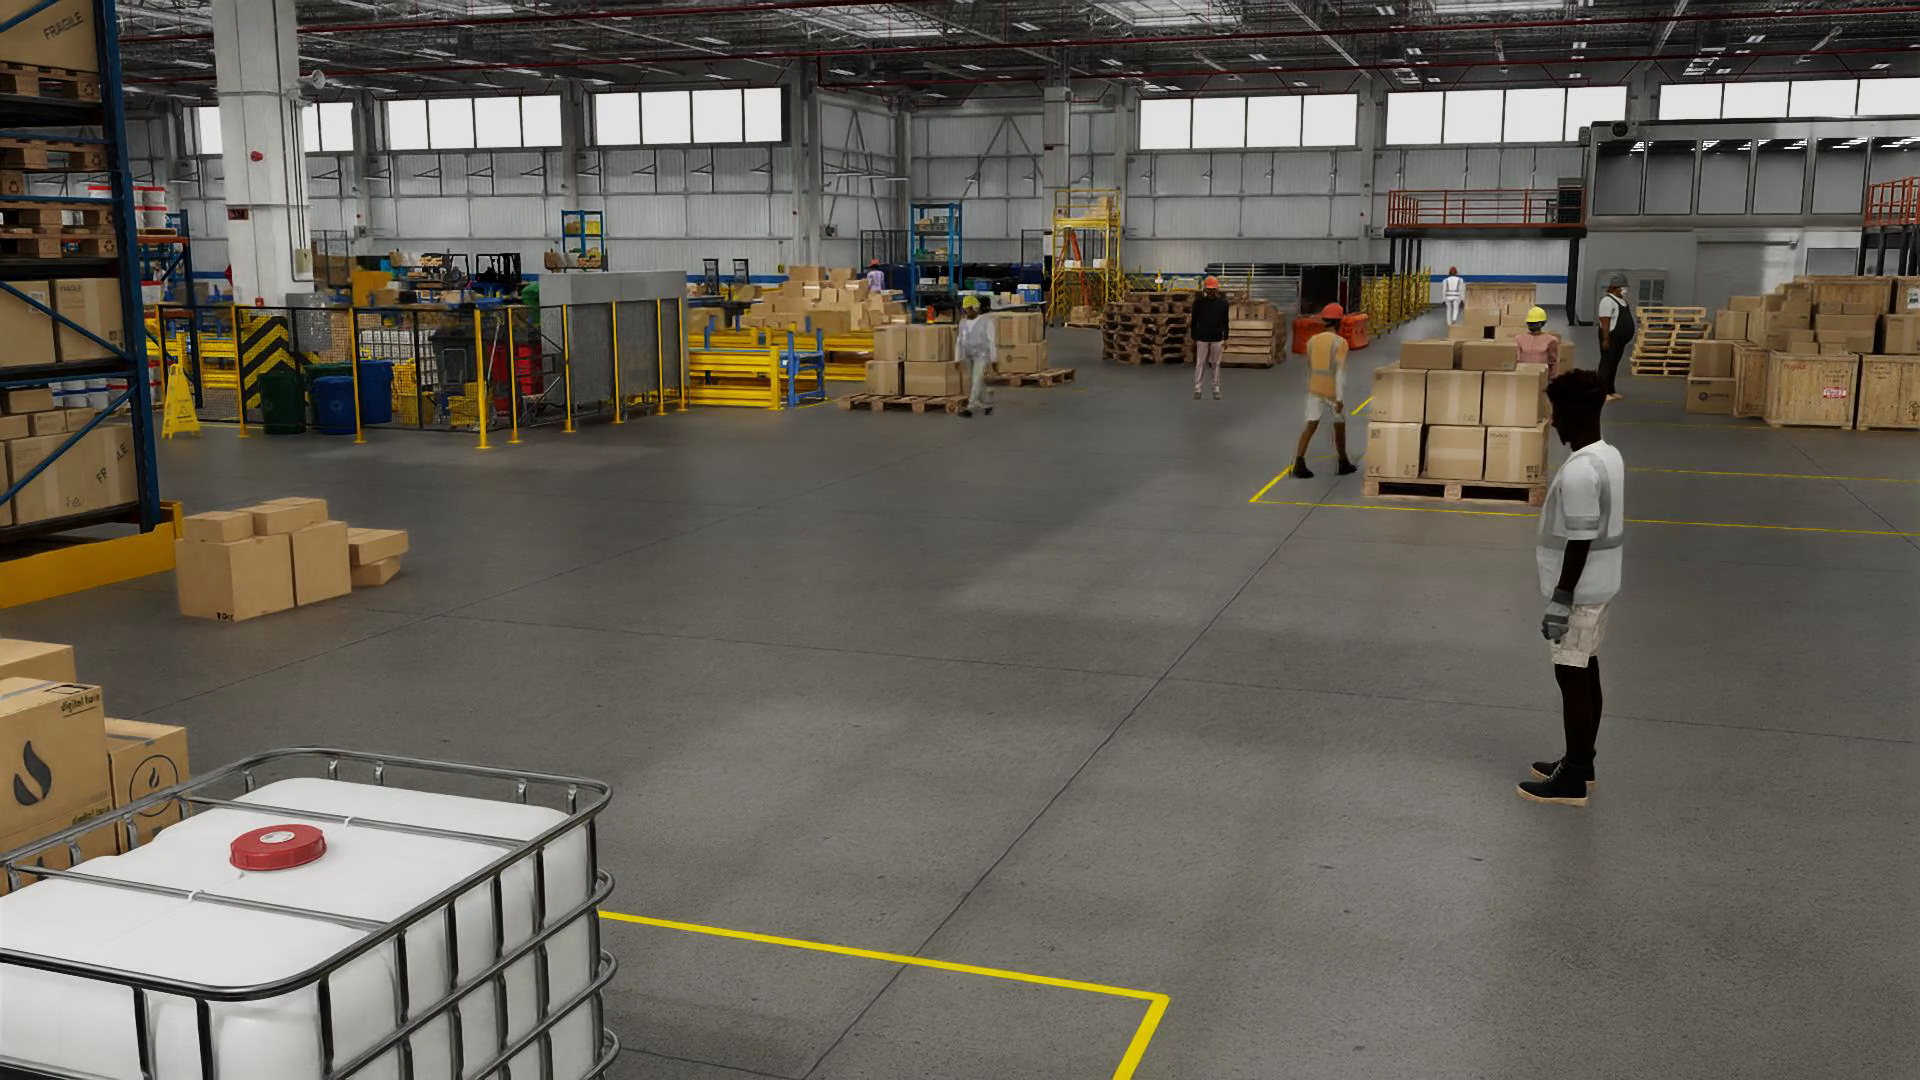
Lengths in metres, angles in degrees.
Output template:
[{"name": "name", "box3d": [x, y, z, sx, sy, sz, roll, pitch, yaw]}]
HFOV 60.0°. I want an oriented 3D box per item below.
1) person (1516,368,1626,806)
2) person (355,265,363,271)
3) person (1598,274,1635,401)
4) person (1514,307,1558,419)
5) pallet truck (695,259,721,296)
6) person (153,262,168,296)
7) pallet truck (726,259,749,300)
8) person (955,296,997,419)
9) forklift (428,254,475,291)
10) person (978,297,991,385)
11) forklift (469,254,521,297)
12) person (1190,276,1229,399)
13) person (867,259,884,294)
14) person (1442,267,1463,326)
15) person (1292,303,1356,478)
[{"name": "person", "box3d": [2.765, 0.211, 7.476, 0.368, 1.960, 0.602, 6, 12, 31]}, {"name": "person", "box3d": [-21.292, -8.904, 59.299, 0.914, 1.792, 0.580, -6, 12, -32]}, {"name": "person", "box3d": [10.566, -3.255, 26.766, 0.535, 2.000, 0.684, 9, 13, 41]}, {"name": "person", "box3d": [6.873, -1.903, 19.934, 0.526, 1.765, 0.329, 6, 12, 29]}, {"name": "pallet truck", "box3d": [-9.165, -9.627, 62.776, 0.823, 1.965, 1.885, 4, 11, 23]}, {"name": "person", "box3d": [-27.655, -8.639, 57.471, 0.651, 1.905, 0.409, 6, 12, 29]}, {"name": "pallet truck", "box3d": [-7.986, -9.493, 62.019, 0.823, 1.965, 1.885, 3, 11, 17]}, {"name": "person", "box3d": [0.227, -2.651, 24.139, 0.605, 1.772, 0.955, 7, 12, 34]}, {"name": "forklift", "box3d": [-20.133, -10.254, 65.465, 1.157, 1.987, 2.680, 3, 11, 19]}, {"name": "person", "box3d": [0.302, -3.067, 26.686, 0.454, 1.683, 0.541, 4, 11, 21]}, {"name": "forklift", "box3d": [-17.990, -10.121, 64.684, 1.157, 1.987, 2.680, 3, 11, 17]}, {"name": "person", "box3d": [4.051, -3.269, 26.977, 0.626, 1.991, 0.389, 1, 10, 4]}, {"name": "person", "box3d": [-2.654, -7.732, 51.970, 0.605, 2.045, 0.379, -7, 13, -36]}, {"name": "person", "box3d": [14.453, -7.084, 48.808, 0.594, 1.870, 0.689, 4, 11, 20]}, {"name": "person", "box3d": [3.938, -1.610, 17.943, 0.983, 1.892, 0.560, -9, 13, -40]}]
